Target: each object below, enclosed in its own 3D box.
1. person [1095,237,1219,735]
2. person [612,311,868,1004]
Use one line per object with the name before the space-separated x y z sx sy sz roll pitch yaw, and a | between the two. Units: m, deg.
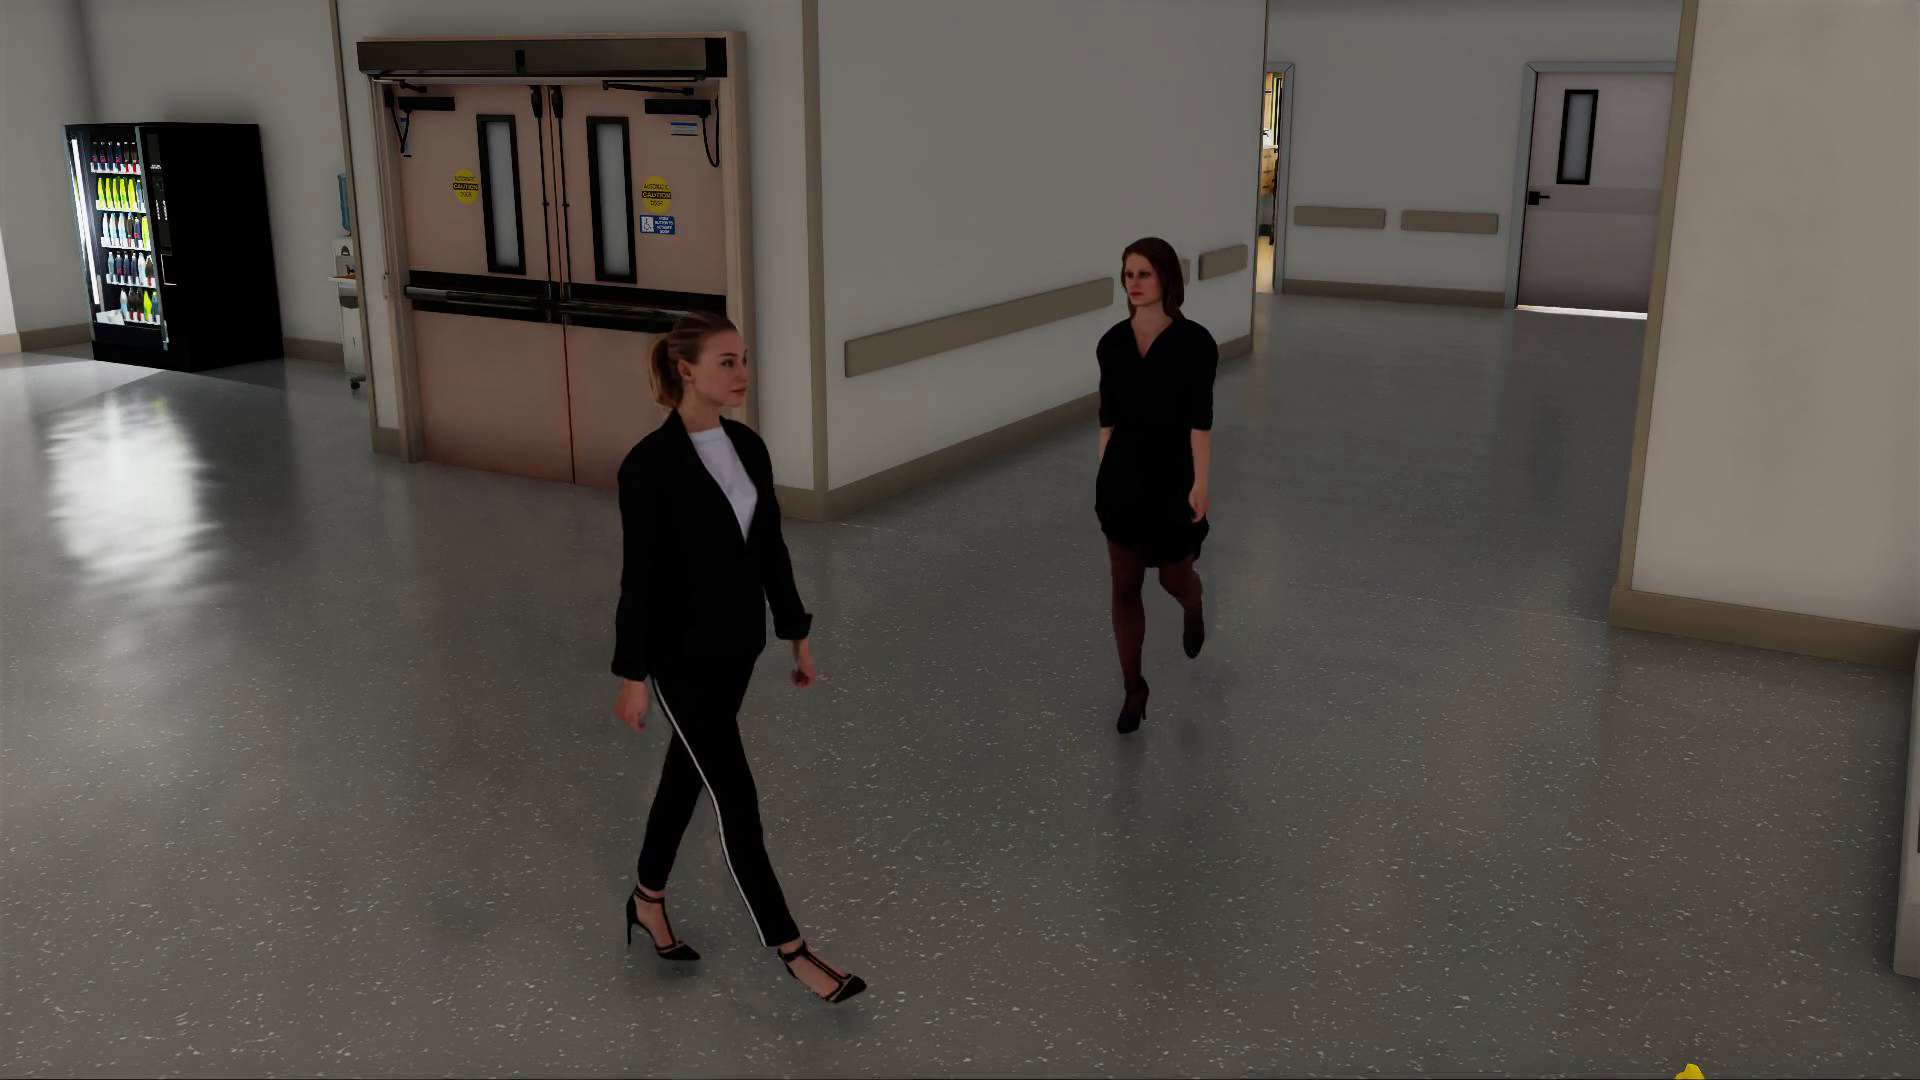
person | 0.703 -0.195 5.773 0.818 1.691 0.676 8 17 25
person | -0.688 0.304 4.044 0.995 1.668 0.652 9 18 30
